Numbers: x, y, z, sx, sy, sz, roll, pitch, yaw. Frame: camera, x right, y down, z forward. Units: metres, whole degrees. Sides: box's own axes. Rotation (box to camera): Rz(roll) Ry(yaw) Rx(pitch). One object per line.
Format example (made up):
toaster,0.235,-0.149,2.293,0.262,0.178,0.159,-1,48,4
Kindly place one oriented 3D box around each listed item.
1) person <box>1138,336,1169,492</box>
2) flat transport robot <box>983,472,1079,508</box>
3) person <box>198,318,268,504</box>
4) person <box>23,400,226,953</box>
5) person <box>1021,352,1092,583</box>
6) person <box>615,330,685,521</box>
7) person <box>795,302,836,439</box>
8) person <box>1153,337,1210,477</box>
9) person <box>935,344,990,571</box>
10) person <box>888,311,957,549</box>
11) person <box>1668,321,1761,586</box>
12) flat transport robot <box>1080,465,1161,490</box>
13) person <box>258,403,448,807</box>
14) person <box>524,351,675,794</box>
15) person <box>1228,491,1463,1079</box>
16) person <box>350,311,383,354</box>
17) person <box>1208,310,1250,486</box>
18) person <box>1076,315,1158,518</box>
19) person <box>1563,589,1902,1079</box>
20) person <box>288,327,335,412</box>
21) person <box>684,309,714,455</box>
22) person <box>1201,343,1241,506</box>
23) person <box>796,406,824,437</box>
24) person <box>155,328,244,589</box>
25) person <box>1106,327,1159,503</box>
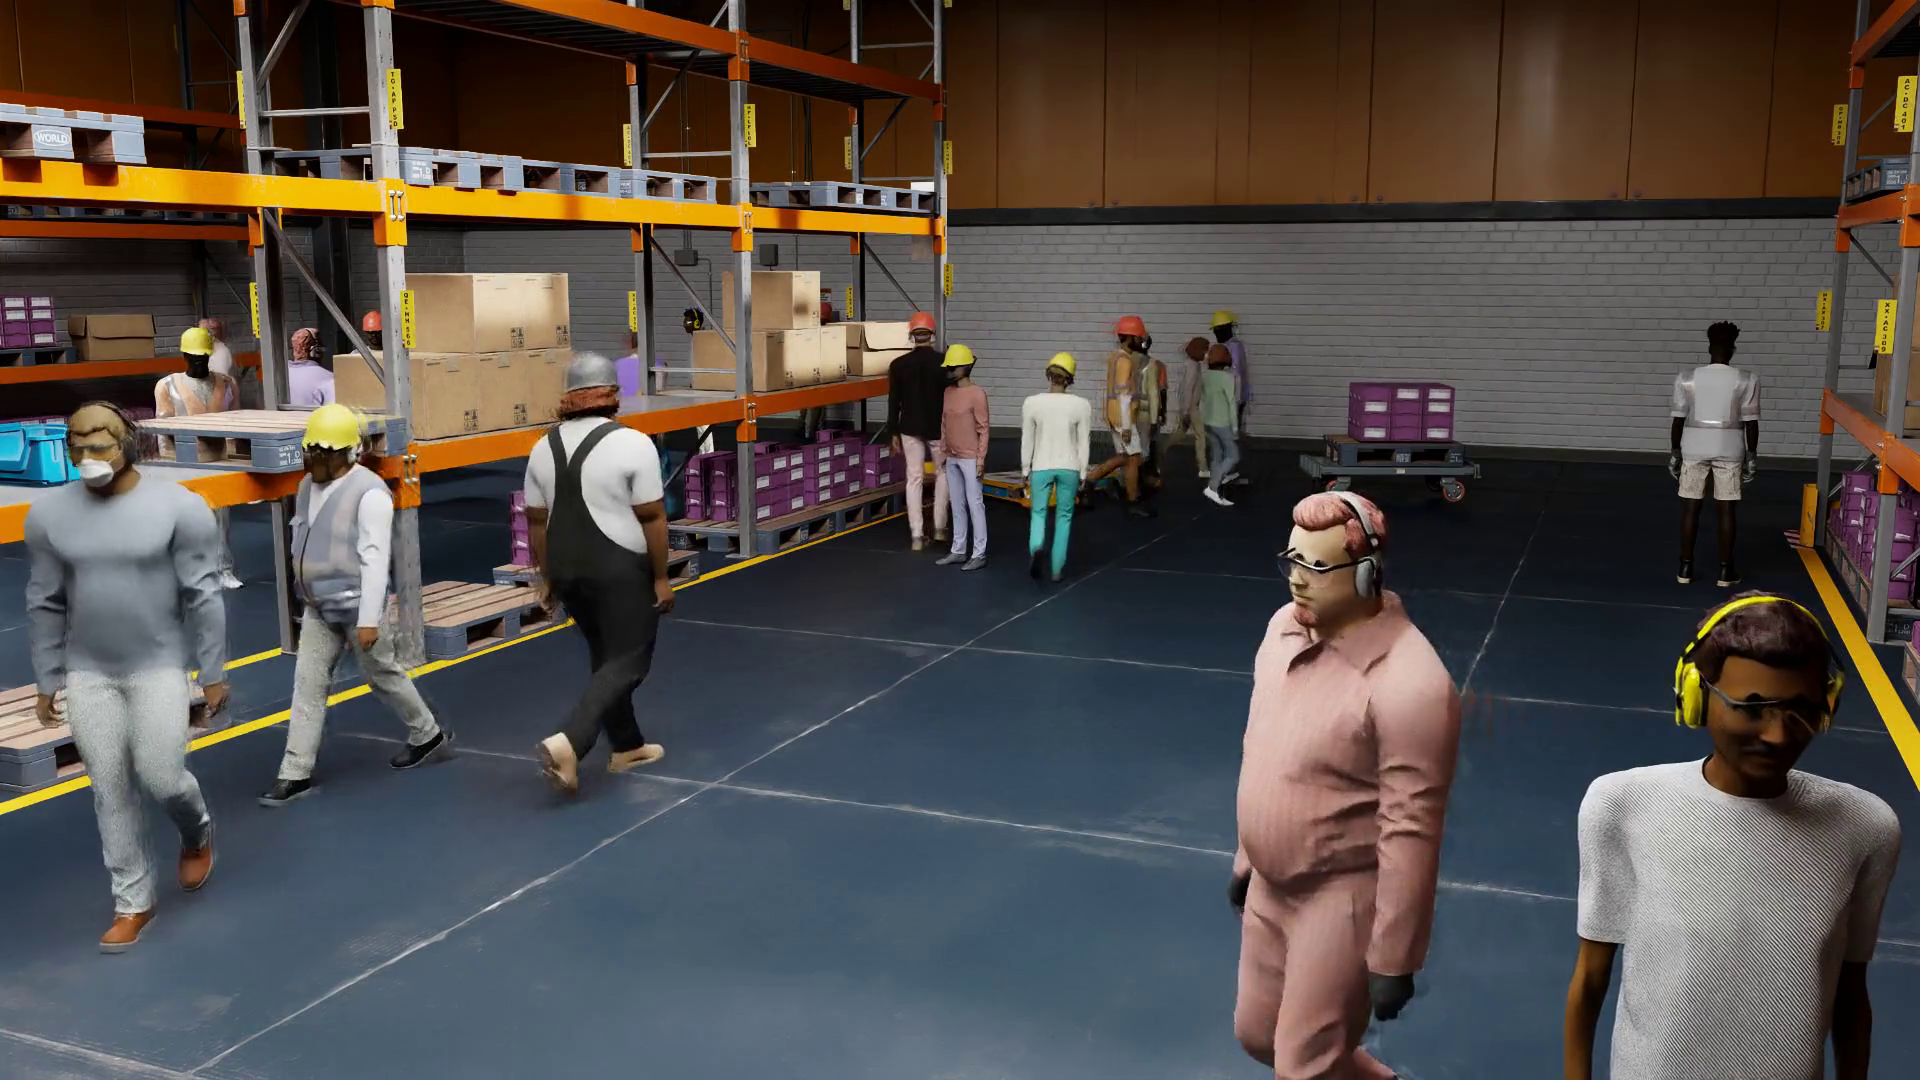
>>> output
person,1.866,-1.305,17.213,0.562,1.669,0.490,0,9,-3
flat transport robot,0.615,-0.524,16.768,0.652,0.197,1.431,-6,11,-31
person,-7.274,-1.254,16.398,0.977,1.865,0.659,-5,11,-29
person,-2.906,0.460,5.868,0.650,1.908,0.552,-1,9,-4
person,0.701,-0.511,12.266,0.524,1.740,0.562,1,9,6
person,-2.832,-1.052,15.269,0.596,1.816,0.763,4,10,25
person,-2.008,-2.321,22.827,0.365,1.886,0.783,-7,12,-36
person,2.502,-1.475,18.573,0.793,1.597,0.515,1,9,5
person,0.010,-0.640,12.960,0.328,1.765,0.532,-7,12,-36
person,-0.279,-0.925,14.016,0.667,1.979,0.656,2,10,11
person,5.592,-0.639,12.345,0.614,1.962,0.365,6,11,31
flat transport robot,1.355,-0.650,17.528,1.431,0.197,0.652,-6,11,-31
person,-2.718,0.258,7.498,0.601,1.782,0.933,6,11,34
person,-1.652,0.119,7.518,0.683,2.000,0.846,6,11,31
person,0.891,0.808,3.816,0.589,1.881,0.656,-3,10,-16
person,-5.525,-1.203,15.843,0.545,1.939,0.354,-2,10,-15
person,2.904,-1.523,17.911,0.542,1.891,0.613,2,10,12
person,1.475,-1.145,15.564,0.718,1.916,0.557,0,9,-2
person,1.231,1.000,2.718,0.508,1.865,0.328,1,9,7
person,-4.847,-0.632,12.474,0.642,1.909,0.399,3,10,19
person,-3.075,-1.774,19.547,0.316,1.861,0.514,-4,10,-22
person,2.547,-1.113,16.269,0.400,1.622,0.520,-5,11,-29
person,-2.105,-2.285,23.000,0.313,1.740,0.486,8,12,39
person,-5.484,-0.574,12.070,0.382,1.923,0.594,9,13,44
person,1.670,-1.215,16.330,0.609,1.802,0.604,9,13,43
